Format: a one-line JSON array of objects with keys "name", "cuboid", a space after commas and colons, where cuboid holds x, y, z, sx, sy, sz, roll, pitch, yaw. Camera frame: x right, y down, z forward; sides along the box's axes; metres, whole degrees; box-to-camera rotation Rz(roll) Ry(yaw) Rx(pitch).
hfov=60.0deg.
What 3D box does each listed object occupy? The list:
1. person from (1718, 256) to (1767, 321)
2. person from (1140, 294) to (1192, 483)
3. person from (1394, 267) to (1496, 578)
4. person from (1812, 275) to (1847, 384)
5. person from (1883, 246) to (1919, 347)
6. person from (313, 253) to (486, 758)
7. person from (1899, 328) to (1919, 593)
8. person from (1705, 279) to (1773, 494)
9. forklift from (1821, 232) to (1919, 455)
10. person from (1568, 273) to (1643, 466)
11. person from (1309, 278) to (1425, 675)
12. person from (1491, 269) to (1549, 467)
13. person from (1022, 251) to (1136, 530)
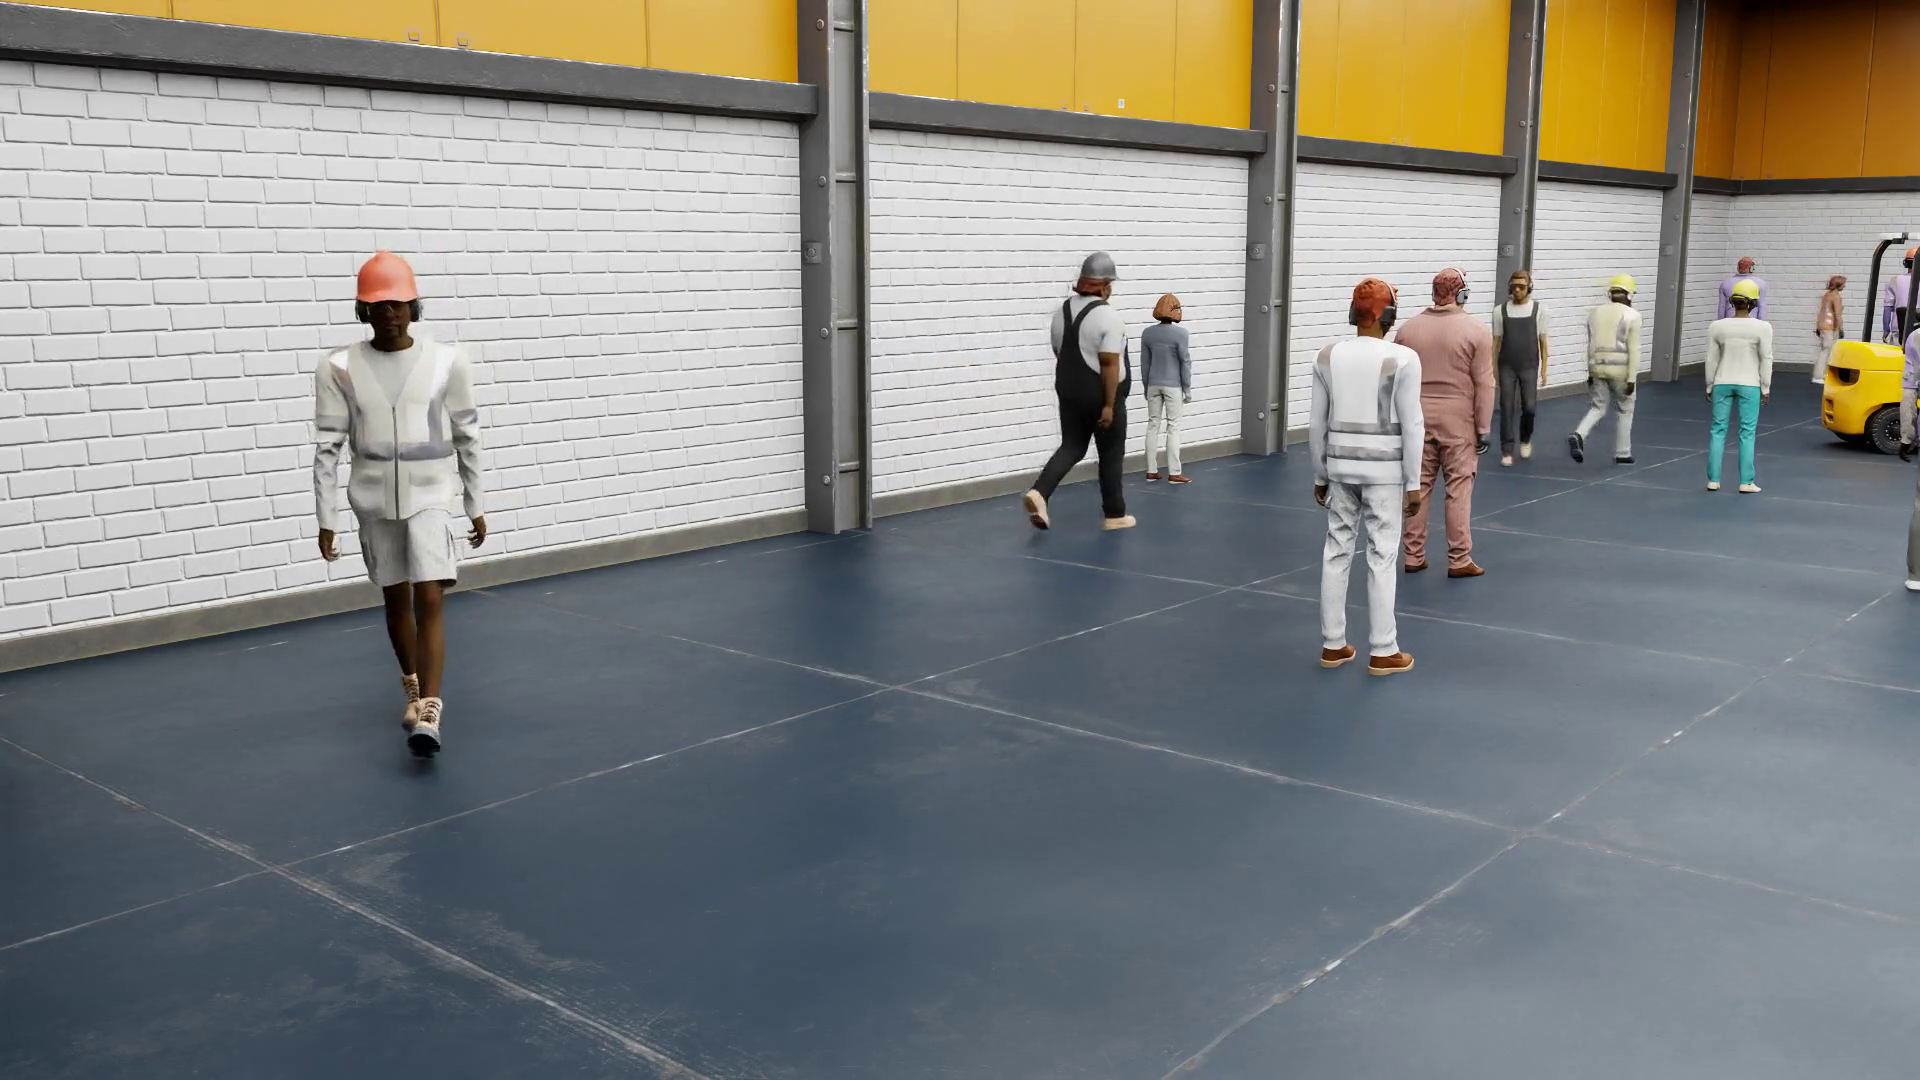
[{"name": "person", "cuboid": [10.995, -3.019, 23.377, 0.638, 1.909, 0.407, 8, 13, 40]}, {"name": "person", "cuboid": [1.788, -1.306, 14.398, 0.498, 1.634, 0.281, 8, 13, 40]}, {"name": "person", "cuboid": [3.001, -0.720, 10.286, 0.638, 1.910, 0.407, 8, 13, 40]}, {"name": "person", "cuboid": [13.039, -3.140, 24.868, 0.507, 1.618, 0.559, 1, 10, 7]}, {"name": "person", "cuboid": [12.007, -2.677, 21.039, 0.605, 2.045, 0.376, 8, 13, 40]}, {"name": "person", "cuboid": [-2.252, -0.131, 6.663, 0.638, 1.993, 1.040, -2, 10, -12]}, {"name": "person", "cuboid": [5.804, -0.628, 9.703, 0.585, 1.928, 0.368, 8, 13, 40]}, {"name": "person", "cuboid": [6.454, -1.268, 13.805, 0.523, 1.769, 0.313, 8, 13, 40]}, {"name": "forklift", "cuboid": [9.955, -1.972, 16.595, 2.313, 2.155, 1.214, 1, 10, 8]}, {"name": "person", "cuboid": [6.002, -1.563, 15.398, 0.714, 1.801, 0.597, -6, 12, -33]}, {"name": "person", "cuboid": [1.943, -0.299, 7.944, 0.572, 1.887, 0.356, 8, 13, 40]}, {"name": "person", "cuboid": [5.194, -1.596, 15.484, 0.539, 1.830, 0.444, 4, 11, 22]}, {"name": "person", "cuboid": [0.881, -1.058, 11.829, 0.877, 2.000, 0.684, -8, 13, -40]}]
